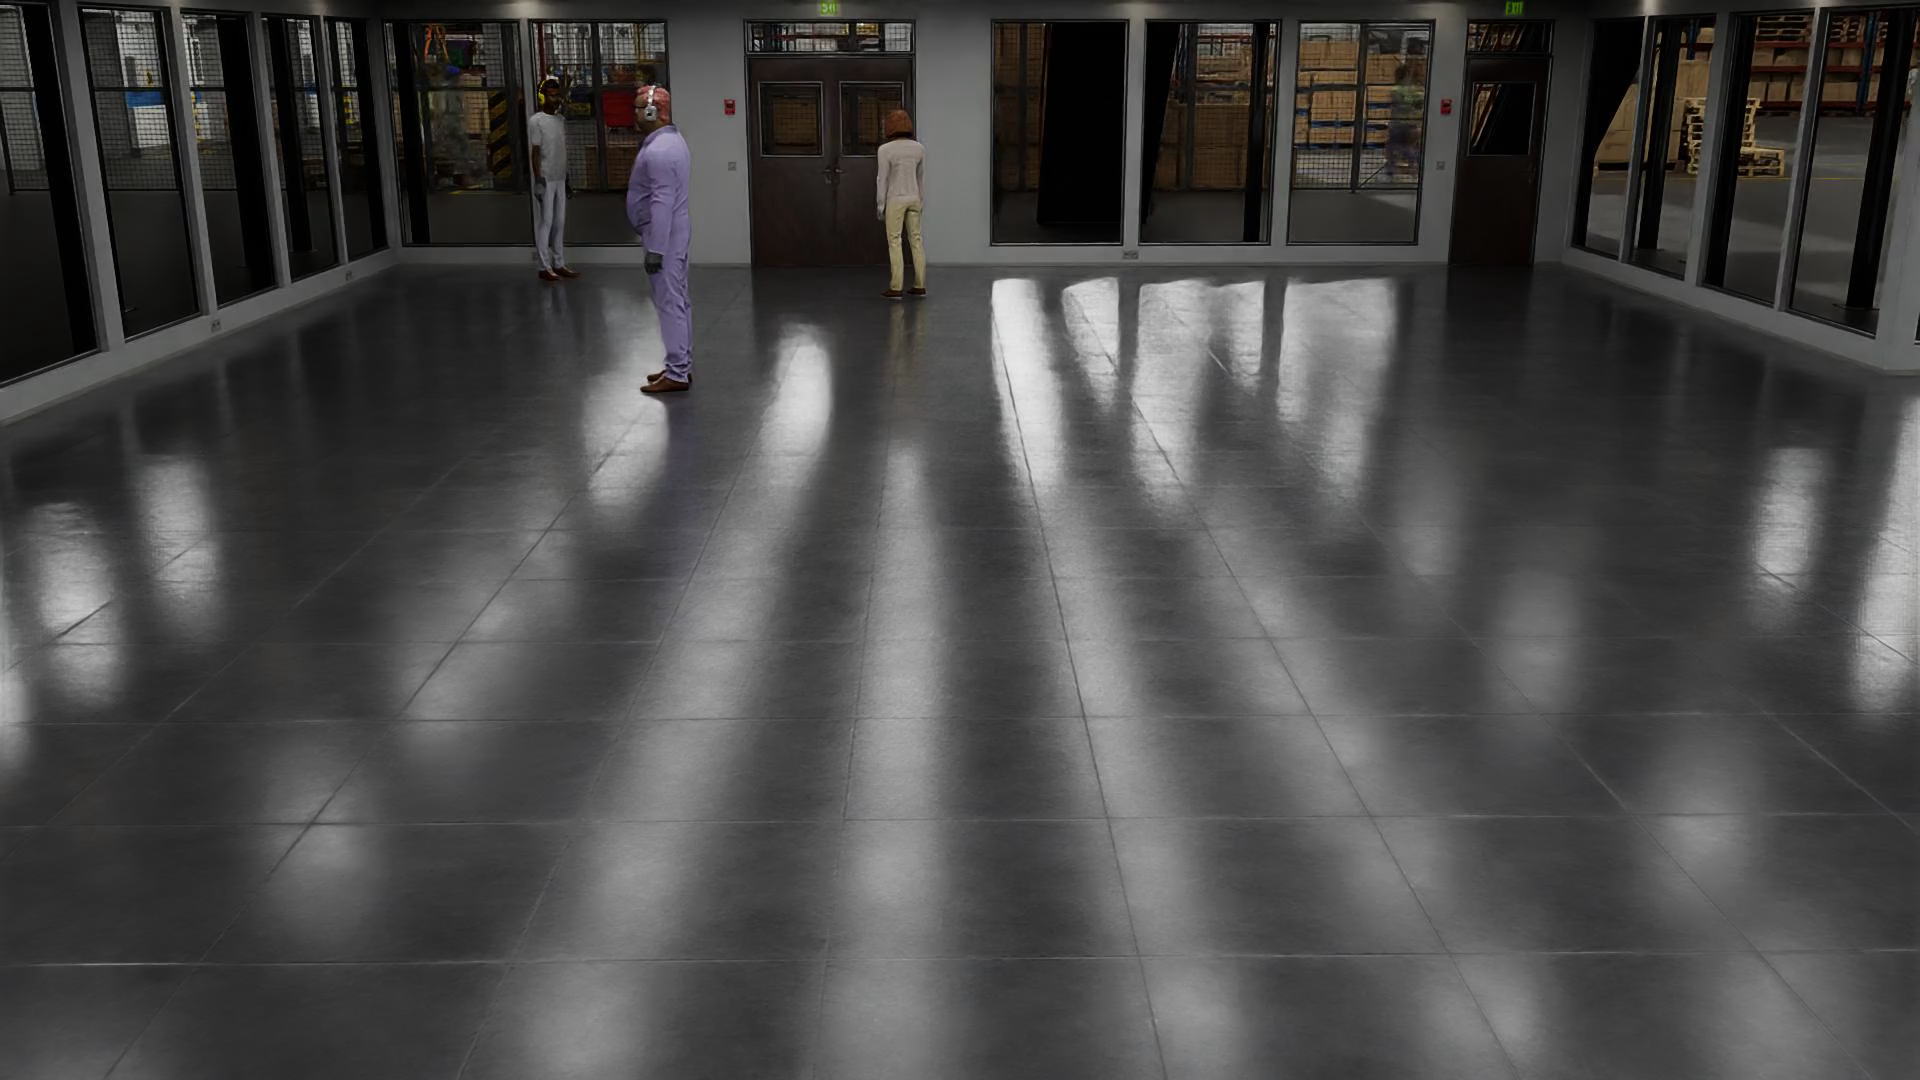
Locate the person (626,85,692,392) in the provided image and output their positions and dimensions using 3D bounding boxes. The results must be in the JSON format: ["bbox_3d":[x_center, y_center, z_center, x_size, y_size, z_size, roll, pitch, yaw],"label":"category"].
[{"bbox_3d":[-1.906,-1.897,10.558,0.405,1.911,0.636,0,16,-1],"label":"person"}]

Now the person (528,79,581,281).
[{"bbox_3d":[-3.850,-3.398,15.737,0.309,1.868,0.535,7,18,22],"label":"person"}]

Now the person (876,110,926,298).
[{"bbox_3d":[-0.517,-2.946,14.624,0.497,1.625,0.283,-13,21,-37],"label":"person"}]
